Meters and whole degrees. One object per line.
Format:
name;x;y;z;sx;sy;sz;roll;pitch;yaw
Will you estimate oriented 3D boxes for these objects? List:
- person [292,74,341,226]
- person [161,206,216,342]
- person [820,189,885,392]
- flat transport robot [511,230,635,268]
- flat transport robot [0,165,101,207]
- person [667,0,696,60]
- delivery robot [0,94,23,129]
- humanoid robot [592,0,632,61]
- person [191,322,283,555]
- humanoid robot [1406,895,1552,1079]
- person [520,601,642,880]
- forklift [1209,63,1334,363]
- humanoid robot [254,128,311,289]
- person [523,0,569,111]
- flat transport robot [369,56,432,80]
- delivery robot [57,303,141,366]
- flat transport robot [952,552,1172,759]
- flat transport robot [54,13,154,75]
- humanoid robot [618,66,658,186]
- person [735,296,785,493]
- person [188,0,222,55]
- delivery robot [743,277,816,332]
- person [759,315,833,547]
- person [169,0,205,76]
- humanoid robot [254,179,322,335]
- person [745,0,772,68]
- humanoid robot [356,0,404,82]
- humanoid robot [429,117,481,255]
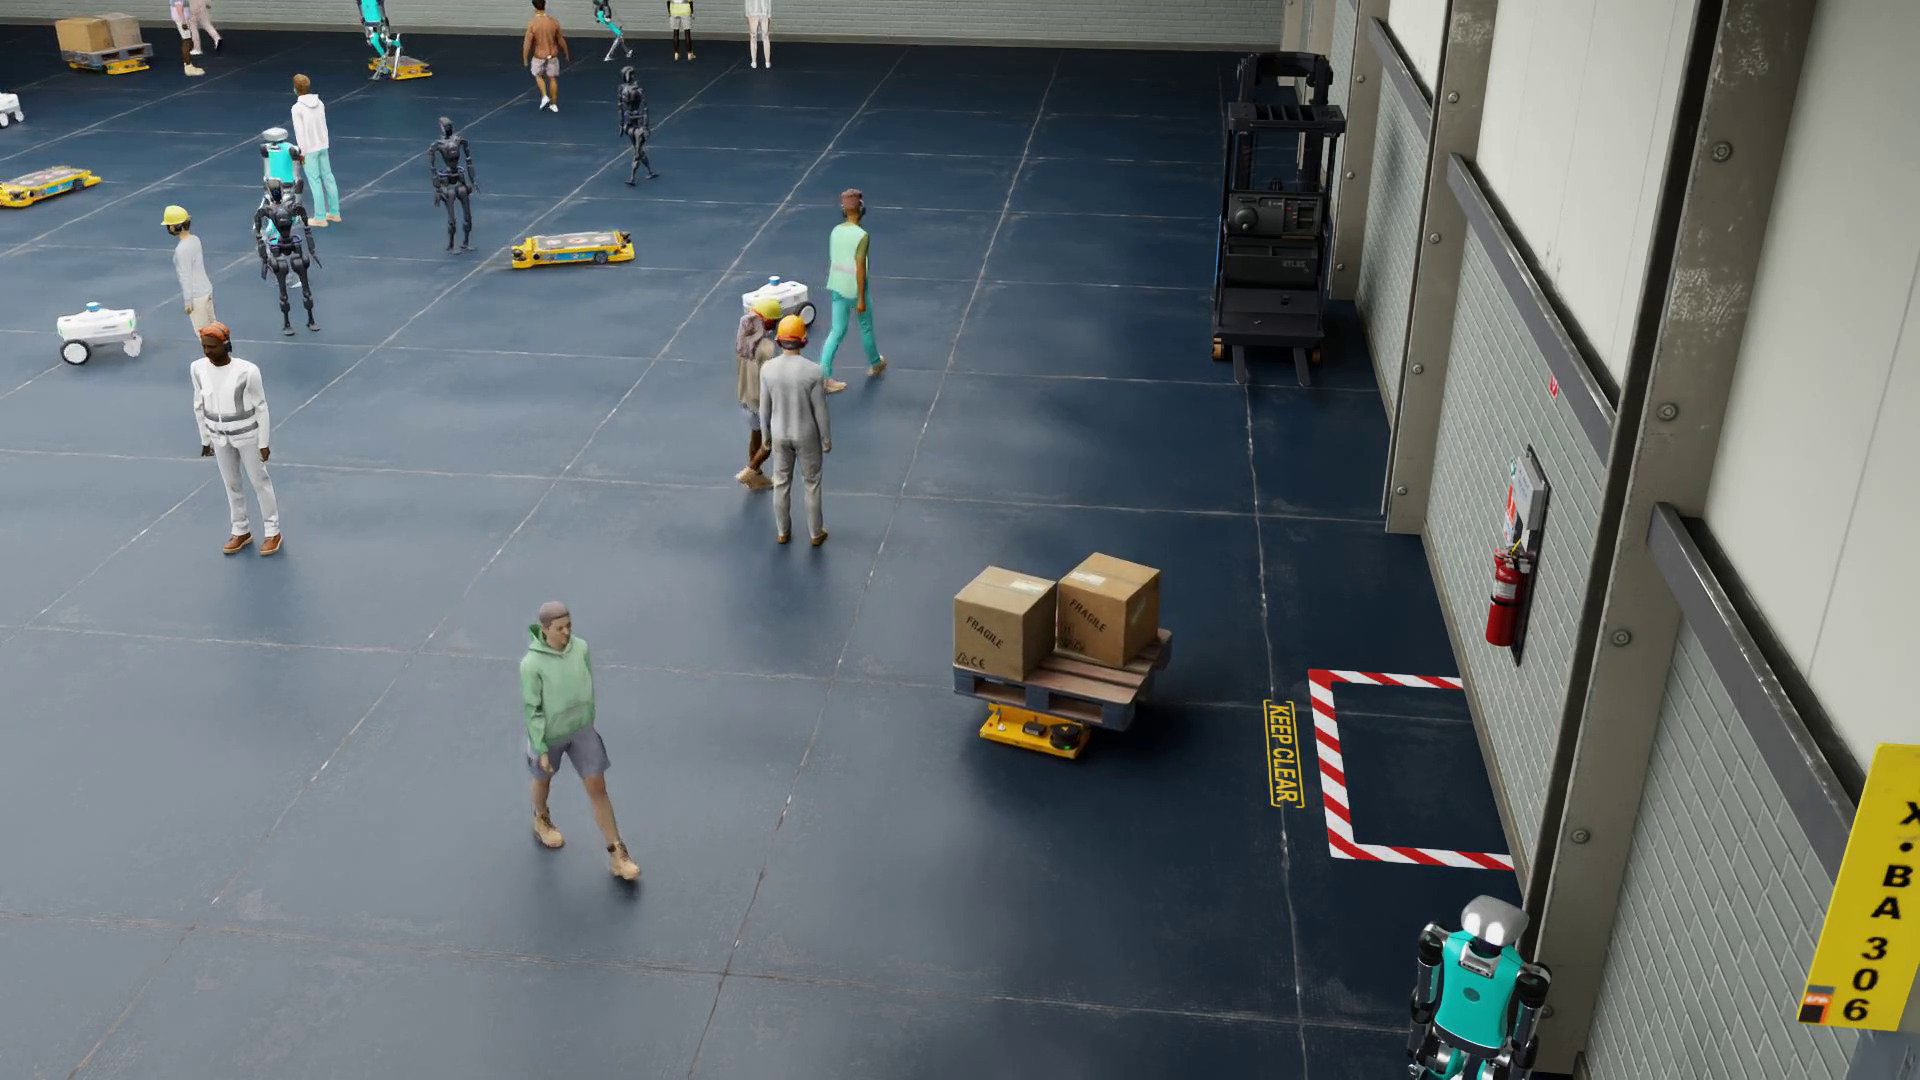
person;-8.249;-4.976;21.237;0.377;1.916;0.497;12;29;23
person;-7.493;-2.404;16.277;0.333;1.757;0.515;-4;27;-8
person;-1.061;-2.425;16.159;0.544;1.912;0.993;20;33;35
flat transport robot;-4.700;-3.525;20.177;1.431;0.231;0.659;-6;27;-12
flat transport robot;-12.614;-4.860;22.841;0.659;0.231;1.431;9;28;17
person;-5.260;-9.920;31.345;0.541;1.695;0.316;4;27;8
delivery robot;-15.400;-6.904;26.580;0.499;0.575;0.754;4;27;8
humanoid robot;-6.522;-9.922;31.376;0.871;1.832;0.548;-20;33;-35
person;-5.618;-0.778;12.892;0.574;1.882;0.356;3;27;6
humanoid robot;2.238;2.120;7.117;0.533;1.677;0.735;17;31;31
person;-2.210;1.105;9.335;0.465;1.690;0.935;-21;33;-35
forklift;3.241;-3.477;17.183;1.129;2.768;1.873;3;27;6
humanoid robot;-7.832;-3.753;19.006;0.546;1.773;0.796;10;28;19
person;-6.788;-7.974;27.308;0.773;1.837;0.470;-12;29;-22
flat transport robot;-10.225;-8.625;30.357;0.659;0.231;1.431;-19;32;-33
delivery robot;-8.857;-2.149;17.082;0.756;0.571;0.499;-10;28;-20
flat transport robot;0.706;0.978;11.187;0.659;0.231;1.431;11;29;21
flat transport robot;-15.718;-8.789;30.683;1.431;0.231;0.659;16;31;28
humanoid robot;-4.534;-5.768;23.135;0.610;1.619;0.791;18;32;32
person;-1.671;-1.180;13.851;0.502;1.737;0.620;-19;32;-33
person;-14.560;-10.233;31.756;0.631;1.889;0.662;15;30;27
delivery robot;-1.956;-2.531;17.891;0.503;0.612;0.784;23;35;38
person;-1.286;-0.843;13.015;0.569;1.888;0.394;4;27;8
person;-13.995;-9.422;29.976;0.385;2.041;0.606;-13;29;-24
humanoid robot;-7.084;-2.998;17.547;0.610;1.652;0.308;-17;31;-30
person;-3.707;-9.664;30.653;0.494;1.870;0.402;-5;27;-10
humanoid robot;-10.173;-8.920;29.296;0.542;1.736;0.991;8;28;15
humanoid robot;-6.127;-4.315;20.174;0.306;1.644;0.608;23;34;38
